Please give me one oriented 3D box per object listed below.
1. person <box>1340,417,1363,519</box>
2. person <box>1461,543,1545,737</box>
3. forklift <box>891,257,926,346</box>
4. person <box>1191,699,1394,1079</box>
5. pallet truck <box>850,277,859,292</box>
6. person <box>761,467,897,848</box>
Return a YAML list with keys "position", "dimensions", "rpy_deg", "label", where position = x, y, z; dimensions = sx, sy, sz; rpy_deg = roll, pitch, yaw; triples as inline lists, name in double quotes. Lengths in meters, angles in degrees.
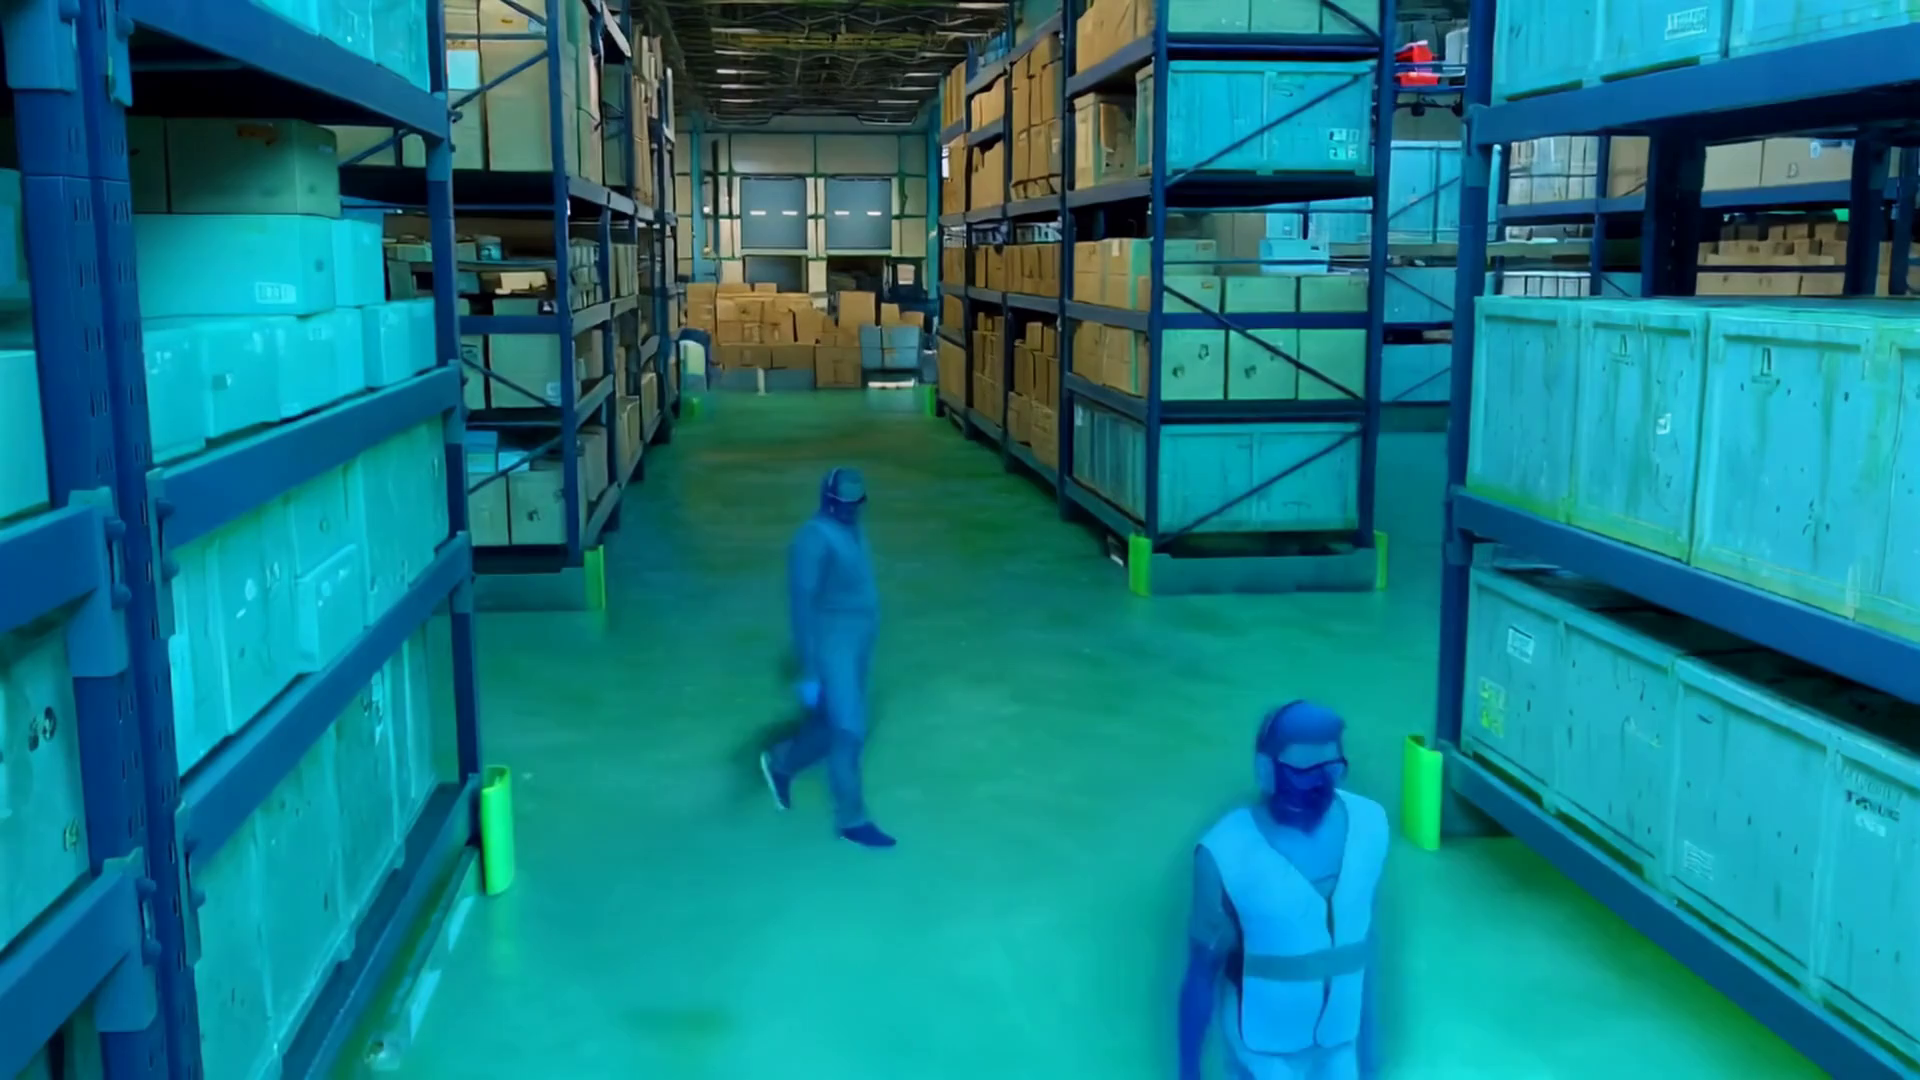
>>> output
- position: [4.145, -1.015, 17.932]
  dimensions: [0.550, 1.683, 0.417]
  rpy_deg: [1, 10, 8]
  label: "person"
- position: [3.240, 0.248, 9.643]
  dimensions: [0.786, 2.014, 0.618]
  rpy_deg: [-8, 13, -39]
  label: "person"
- position: [-1.692, -7.555, 52.548]
  dimensions: [1.129, 2.768, 1.873]
  rpy_deg: [-1, 10, -7]
  label: "forklift"
- position: [0.815, 1.267, 4.264]
  dimensions: [0.581, 1.824, 0.629]
  rpy_deg: [-5, 11, -28]
  label: "person"
- position: [-3.782, -9.391, 65.808]
  dimensions: [1.885, 1.965, 0.823]
  rpy_deg: [2, 10, 10]
  label: "pallet truck"
- position: [-0.666, 0.565, 8.189]
  dimensions: [0.724, 1.884, 0.639]
  rpy_deg: [4, 11, 22]
  label: "person"
